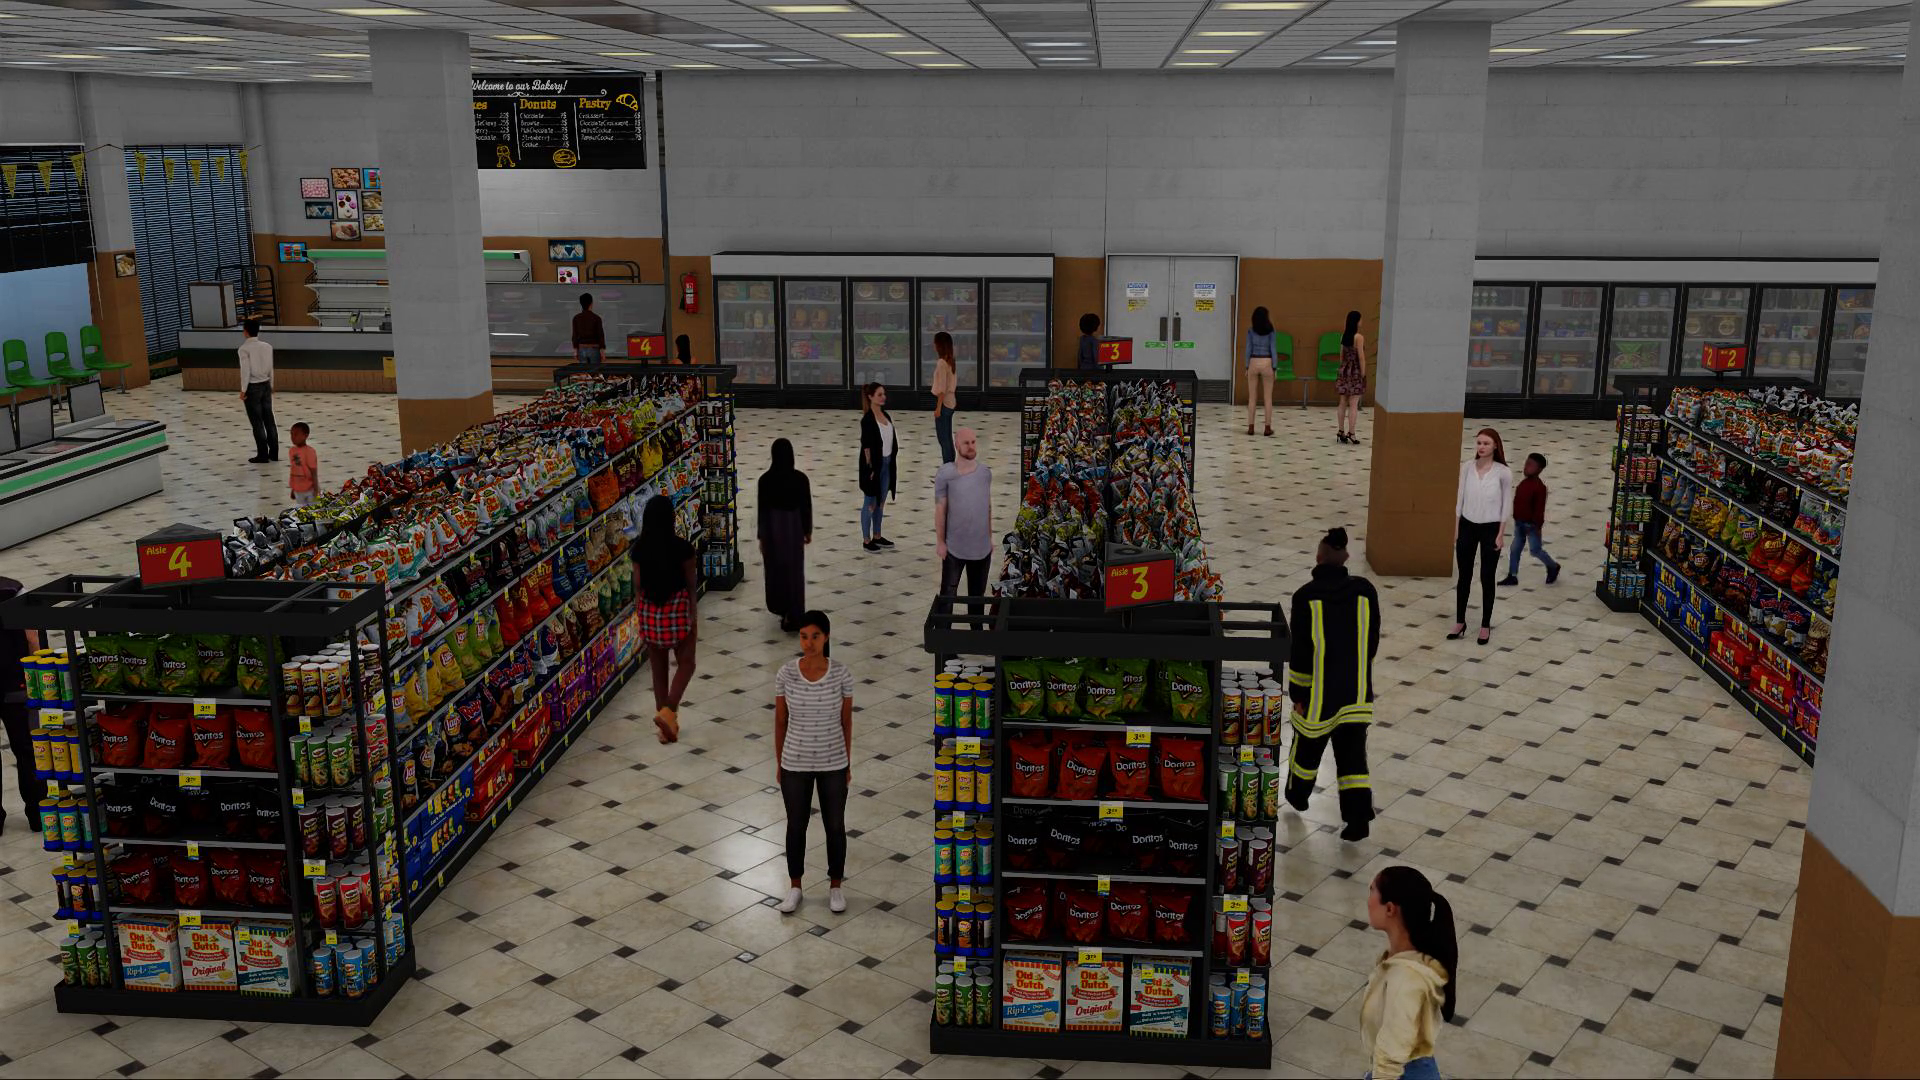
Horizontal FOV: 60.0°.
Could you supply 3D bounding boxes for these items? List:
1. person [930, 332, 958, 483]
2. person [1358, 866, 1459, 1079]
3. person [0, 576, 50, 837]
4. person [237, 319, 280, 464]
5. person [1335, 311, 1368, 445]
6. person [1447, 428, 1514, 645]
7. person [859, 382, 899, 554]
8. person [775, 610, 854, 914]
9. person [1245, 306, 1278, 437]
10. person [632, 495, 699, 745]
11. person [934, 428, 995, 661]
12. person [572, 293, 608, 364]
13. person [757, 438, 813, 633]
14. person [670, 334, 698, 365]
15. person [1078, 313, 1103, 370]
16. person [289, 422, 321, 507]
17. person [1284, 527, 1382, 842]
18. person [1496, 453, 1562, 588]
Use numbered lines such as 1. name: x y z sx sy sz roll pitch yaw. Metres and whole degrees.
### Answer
1. person: -0.180 -1.580 19.756 0.689 1.791 0.511 4 14 15
2. person: 1.591 1.926 5.693 0.830 1.607 1.014 4 14 15
3. person: -5.640 0.825 9.723 0.745 1.848 0.733 -5 15 -20
4. person: -8.854 -1.883 20.968 0.795 1.810 0.612 6 15 24
5. person: 5.245 -2.180 22.269 0.860 1.774 0.784 -8 16 -29
6. person: 4.213 -0.038 13.468 0.665 1.759 0.676 10 17 36
7. person: -0.839 -0.730 16.481 0.772 1.683 0.649 8 16 30
8. person: -0.766 1.161 8.766 0.586 1.646 0.558 0 14 -1
9. person: 4.136 -2.325 22.867 0.656 1.773 0.643 5 15 20
10. person: -1.968 0.581 11.026 0.602 1.707 0.854 2 14 7
11. person: 0.044 0.020 13.064 0.759 1.838 0.785 -8 16 -30
12. person: -5.504 -2.774 24.700 0.646 1.782 0.519 2 14 7
13. person: -1.451 -0.032 13.761 0.738 1.611 1.156 -1 14 -5
14. person: -3.434 -1.750 20.733 0.718 1.662 0.632 12 18 41
15. person: 1.755 -2.215 22.548 0.729 1.710 0.636 -8 16 -30
16. person: -6.446 -0.520 16.422 0.550 1.304 0.569 7 15 27
17. person: 2.194 0.848 9.641 0.891 1.841 1.198 -2 14 -7
18. person: 5.221 -0.168 15.108 0.756 1.239 0.822 -4 14 -17
